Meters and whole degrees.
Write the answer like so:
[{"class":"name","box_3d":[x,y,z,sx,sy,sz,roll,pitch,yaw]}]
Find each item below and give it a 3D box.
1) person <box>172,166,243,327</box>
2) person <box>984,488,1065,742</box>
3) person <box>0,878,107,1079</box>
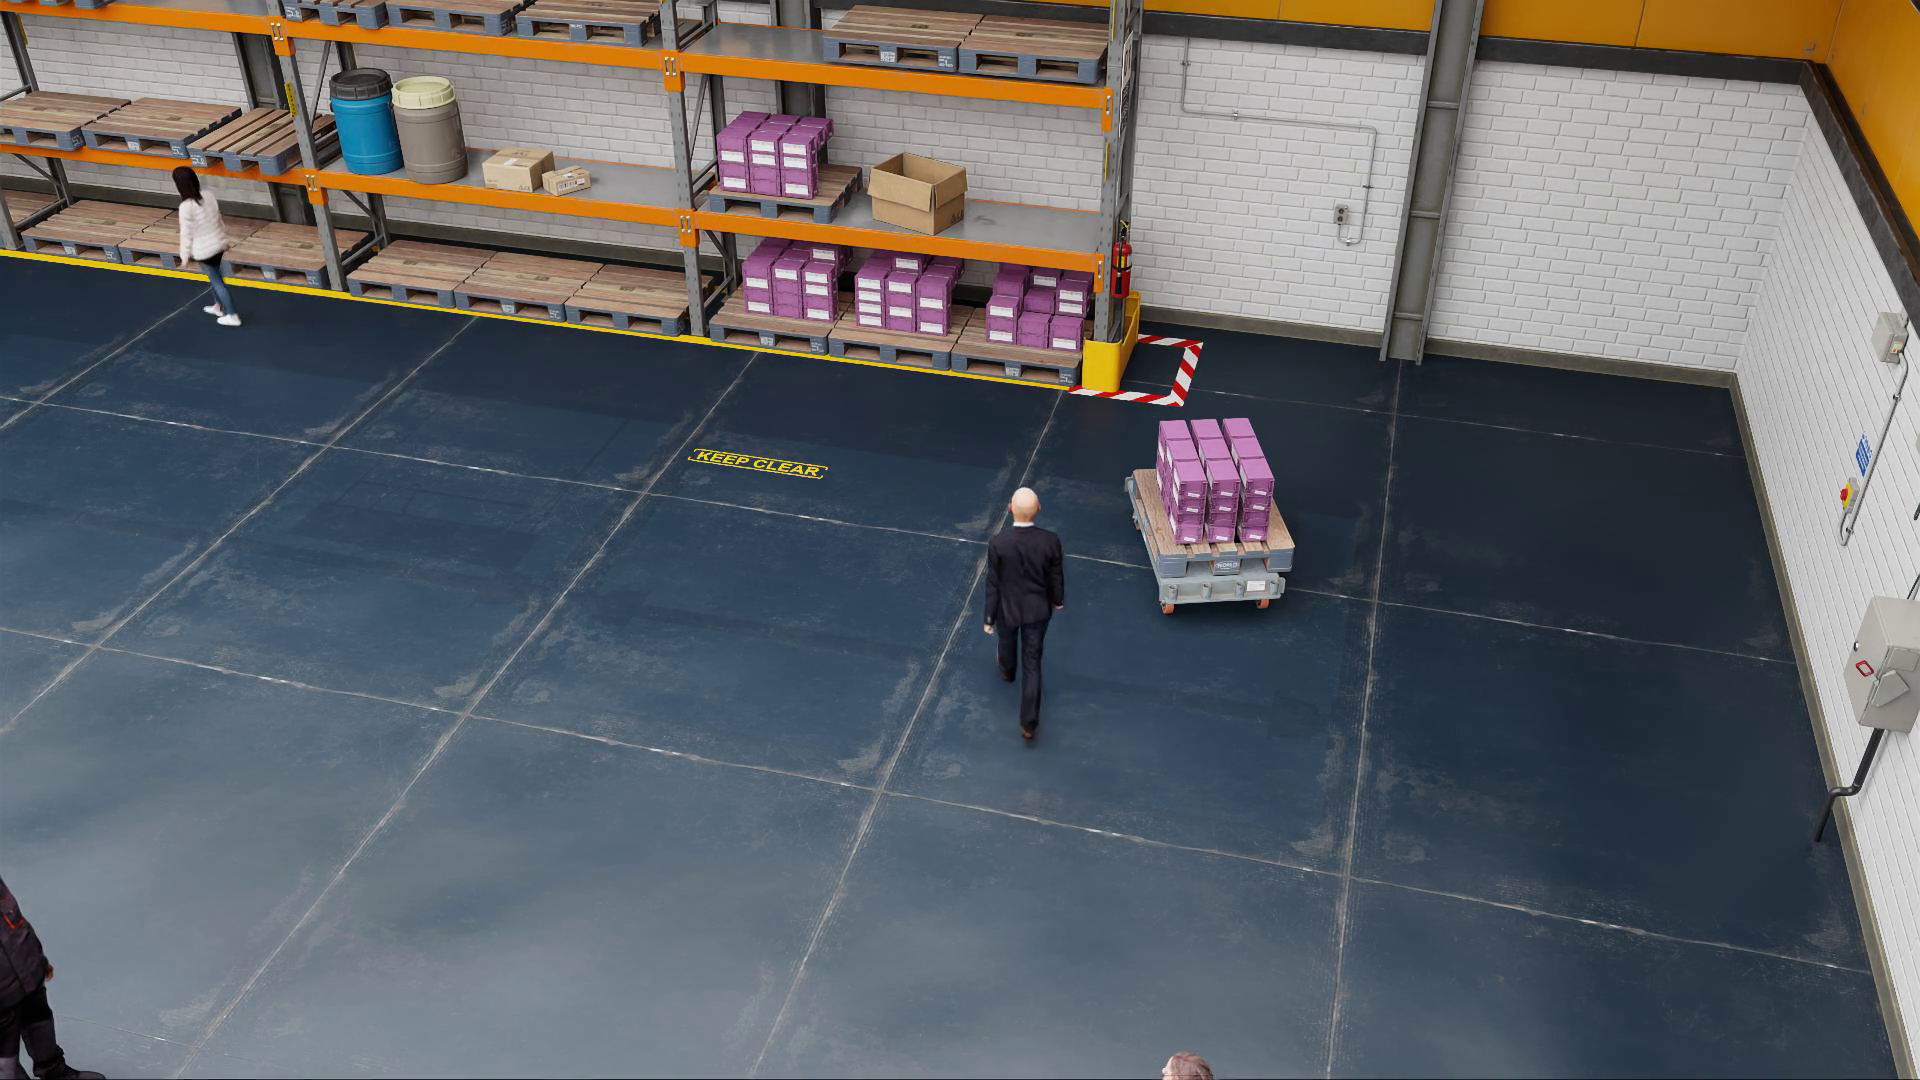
[{"class":"person","box_3d":[-7.223,-2.826,16.101,0.720,1.626,0.645,9,35,14]},{"class":"person","box_3d":[0.423,0.512,10.962,1.235,1.756,1.049,-3,34,-4]},{"class":"person","box_3d":[-4.830,2.219,8.336,0.588,1.820,0.695,7,34,11]}]
